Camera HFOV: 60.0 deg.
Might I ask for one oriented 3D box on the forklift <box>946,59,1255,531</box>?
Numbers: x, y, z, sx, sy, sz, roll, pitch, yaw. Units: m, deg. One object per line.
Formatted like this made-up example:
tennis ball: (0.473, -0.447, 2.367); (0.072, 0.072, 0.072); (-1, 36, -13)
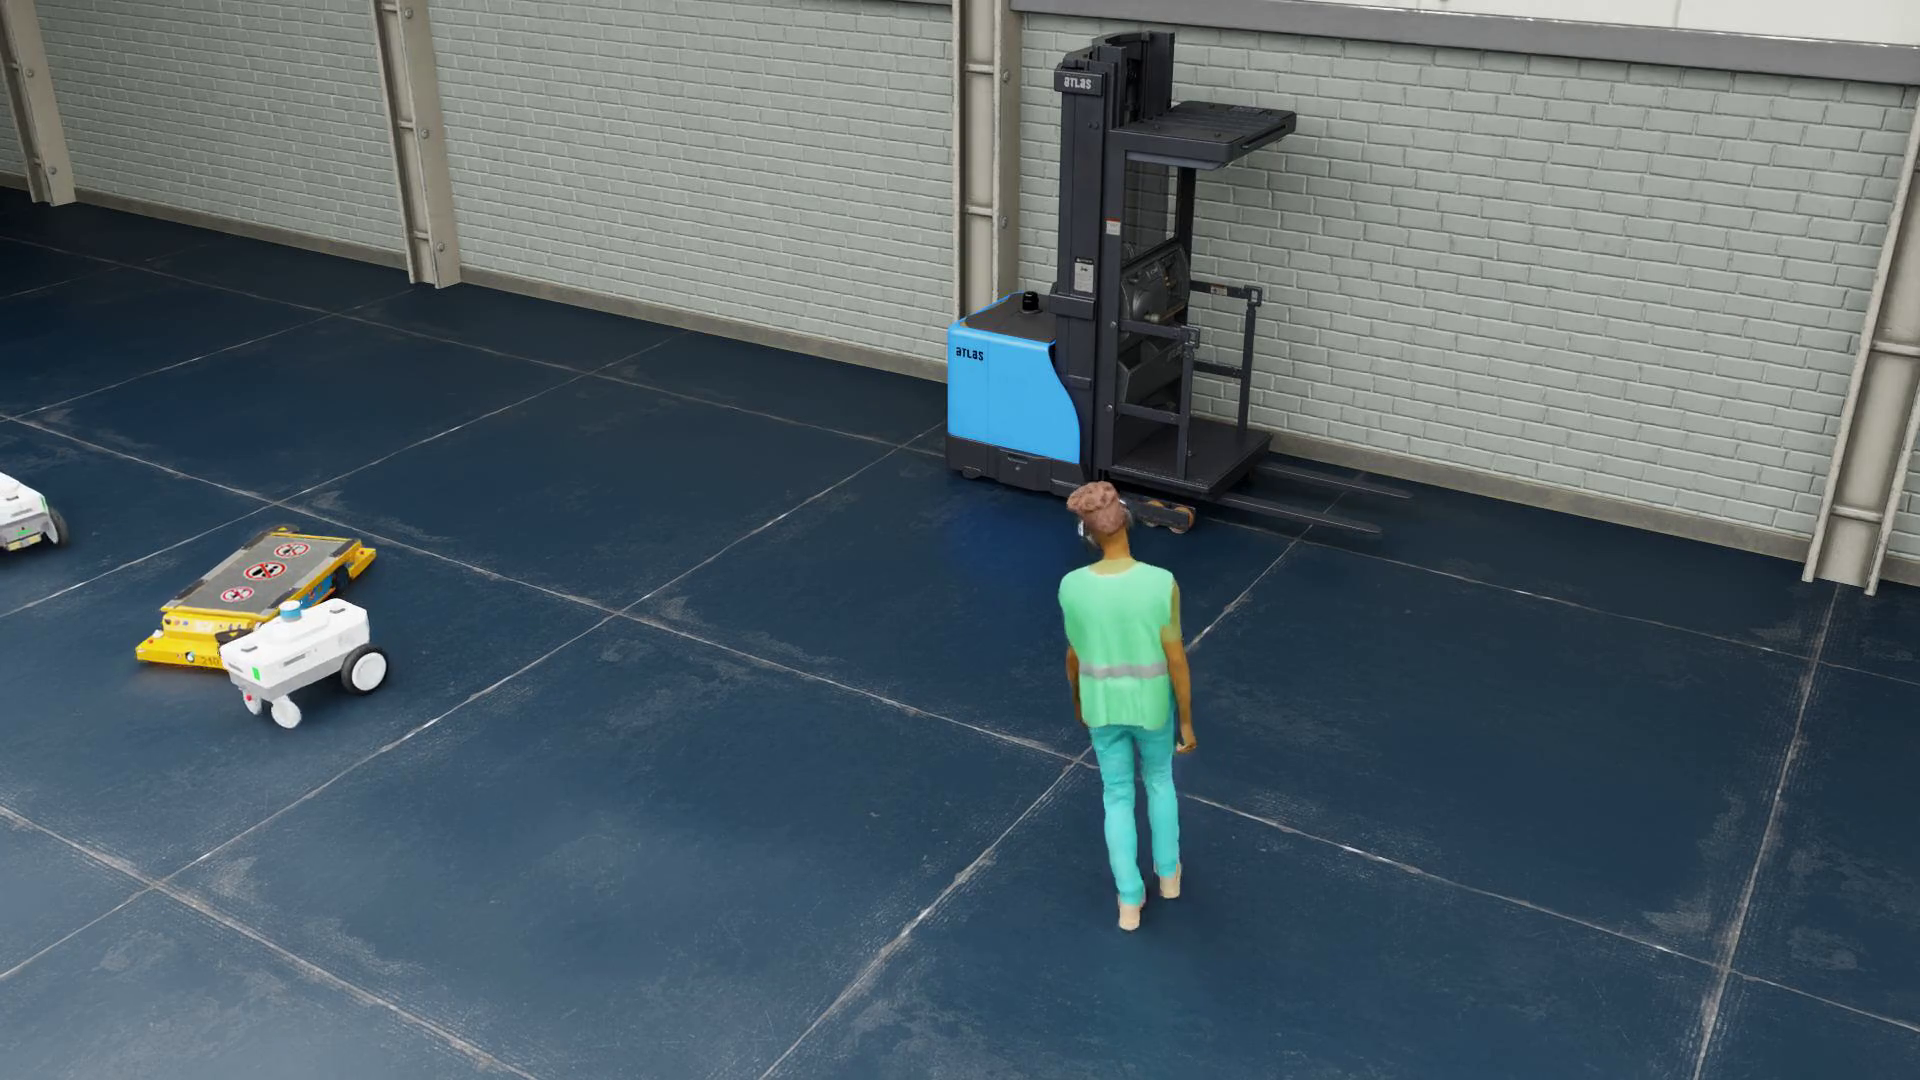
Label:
forklift: (0.933, -1.707, 10.833); (1.873, 2.768, 1.129); (15, 29, 28)

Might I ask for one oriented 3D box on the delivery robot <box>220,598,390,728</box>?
delivery robot: (-3.419, 0.592, 8.655); (0.518, 0.580, 0.744); (17, 30, 32)

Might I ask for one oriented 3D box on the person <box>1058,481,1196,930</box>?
person: (0.688, 0.670, 6.888); (0.585, 1.934, 0.595); (3, 25, 7)

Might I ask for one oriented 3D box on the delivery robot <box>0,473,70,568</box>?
delivery robot: (-5.943, -0.167, 10.296); (0.814, 0.611, 0.499); (18, 31, 34)

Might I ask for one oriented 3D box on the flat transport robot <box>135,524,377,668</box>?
flat transport robot: (-4.029, 0.311, 9.601); (0.659, 0.231, 1.431); (5, 26, 9)
